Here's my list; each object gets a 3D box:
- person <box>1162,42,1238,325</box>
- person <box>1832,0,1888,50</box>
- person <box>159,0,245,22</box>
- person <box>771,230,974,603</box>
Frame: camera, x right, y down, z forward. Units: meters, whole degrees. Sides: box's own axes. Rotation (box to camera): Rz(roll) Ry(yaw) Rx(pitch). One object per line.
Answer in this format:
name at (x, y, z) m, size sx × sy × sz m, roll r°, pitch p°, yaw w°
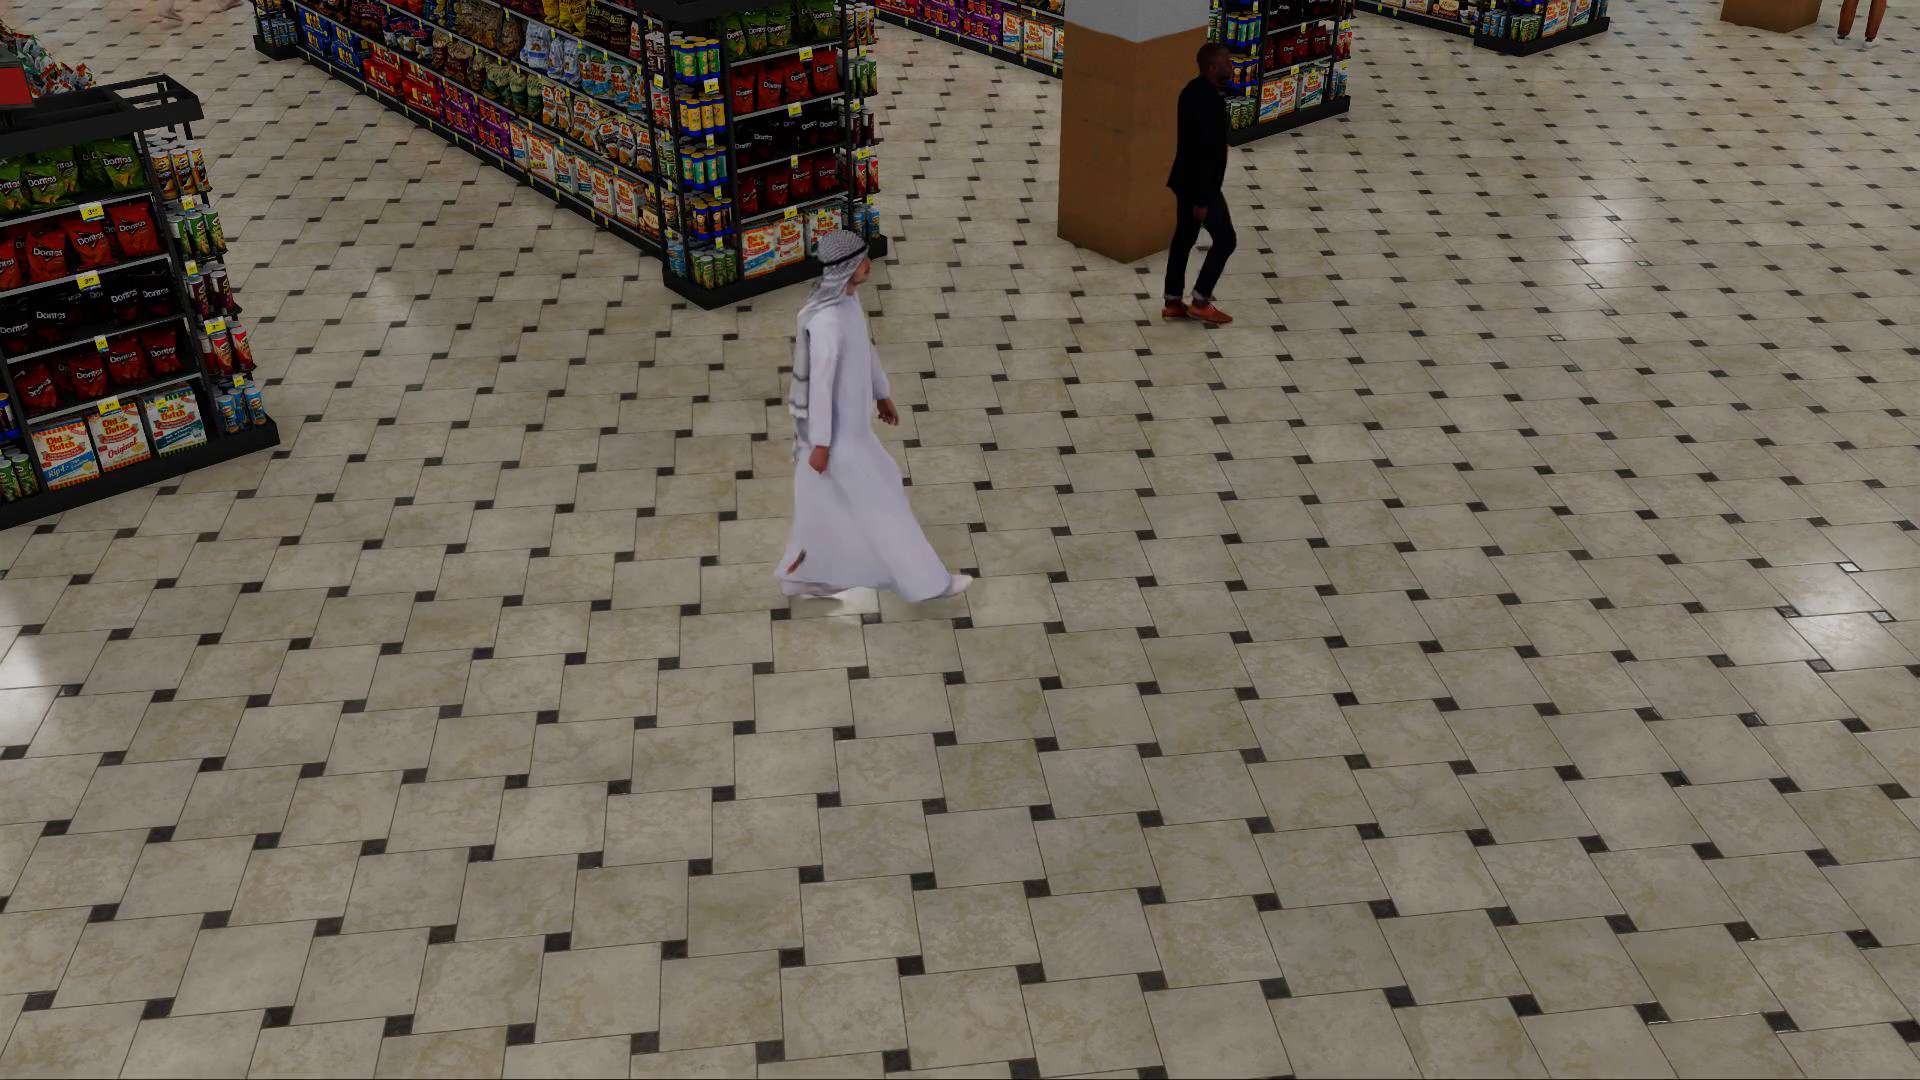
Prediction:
person at (1.420, -2.213, 10.465) m, size 0.927 × 1.806 × 0.842 m, roll -3°, pitch 32°, yaw -4°
person at (8.877, -5.702, 16.052) m, size 0.639 × 1.828 × 0.810 m, roll 17°, pitch 36°, yaw 26°
person at (-7.927, -6.098, 16.828) m, size 1.133 × 1.681 × 0.807 m, roll 24°, pitch 39°, yaw 33°
person at (-0.650, -0.514, 7.660) m, size 1.217 × 1.884 × 1.218 m, roll 0°, pitch 32°, yaw 0°
